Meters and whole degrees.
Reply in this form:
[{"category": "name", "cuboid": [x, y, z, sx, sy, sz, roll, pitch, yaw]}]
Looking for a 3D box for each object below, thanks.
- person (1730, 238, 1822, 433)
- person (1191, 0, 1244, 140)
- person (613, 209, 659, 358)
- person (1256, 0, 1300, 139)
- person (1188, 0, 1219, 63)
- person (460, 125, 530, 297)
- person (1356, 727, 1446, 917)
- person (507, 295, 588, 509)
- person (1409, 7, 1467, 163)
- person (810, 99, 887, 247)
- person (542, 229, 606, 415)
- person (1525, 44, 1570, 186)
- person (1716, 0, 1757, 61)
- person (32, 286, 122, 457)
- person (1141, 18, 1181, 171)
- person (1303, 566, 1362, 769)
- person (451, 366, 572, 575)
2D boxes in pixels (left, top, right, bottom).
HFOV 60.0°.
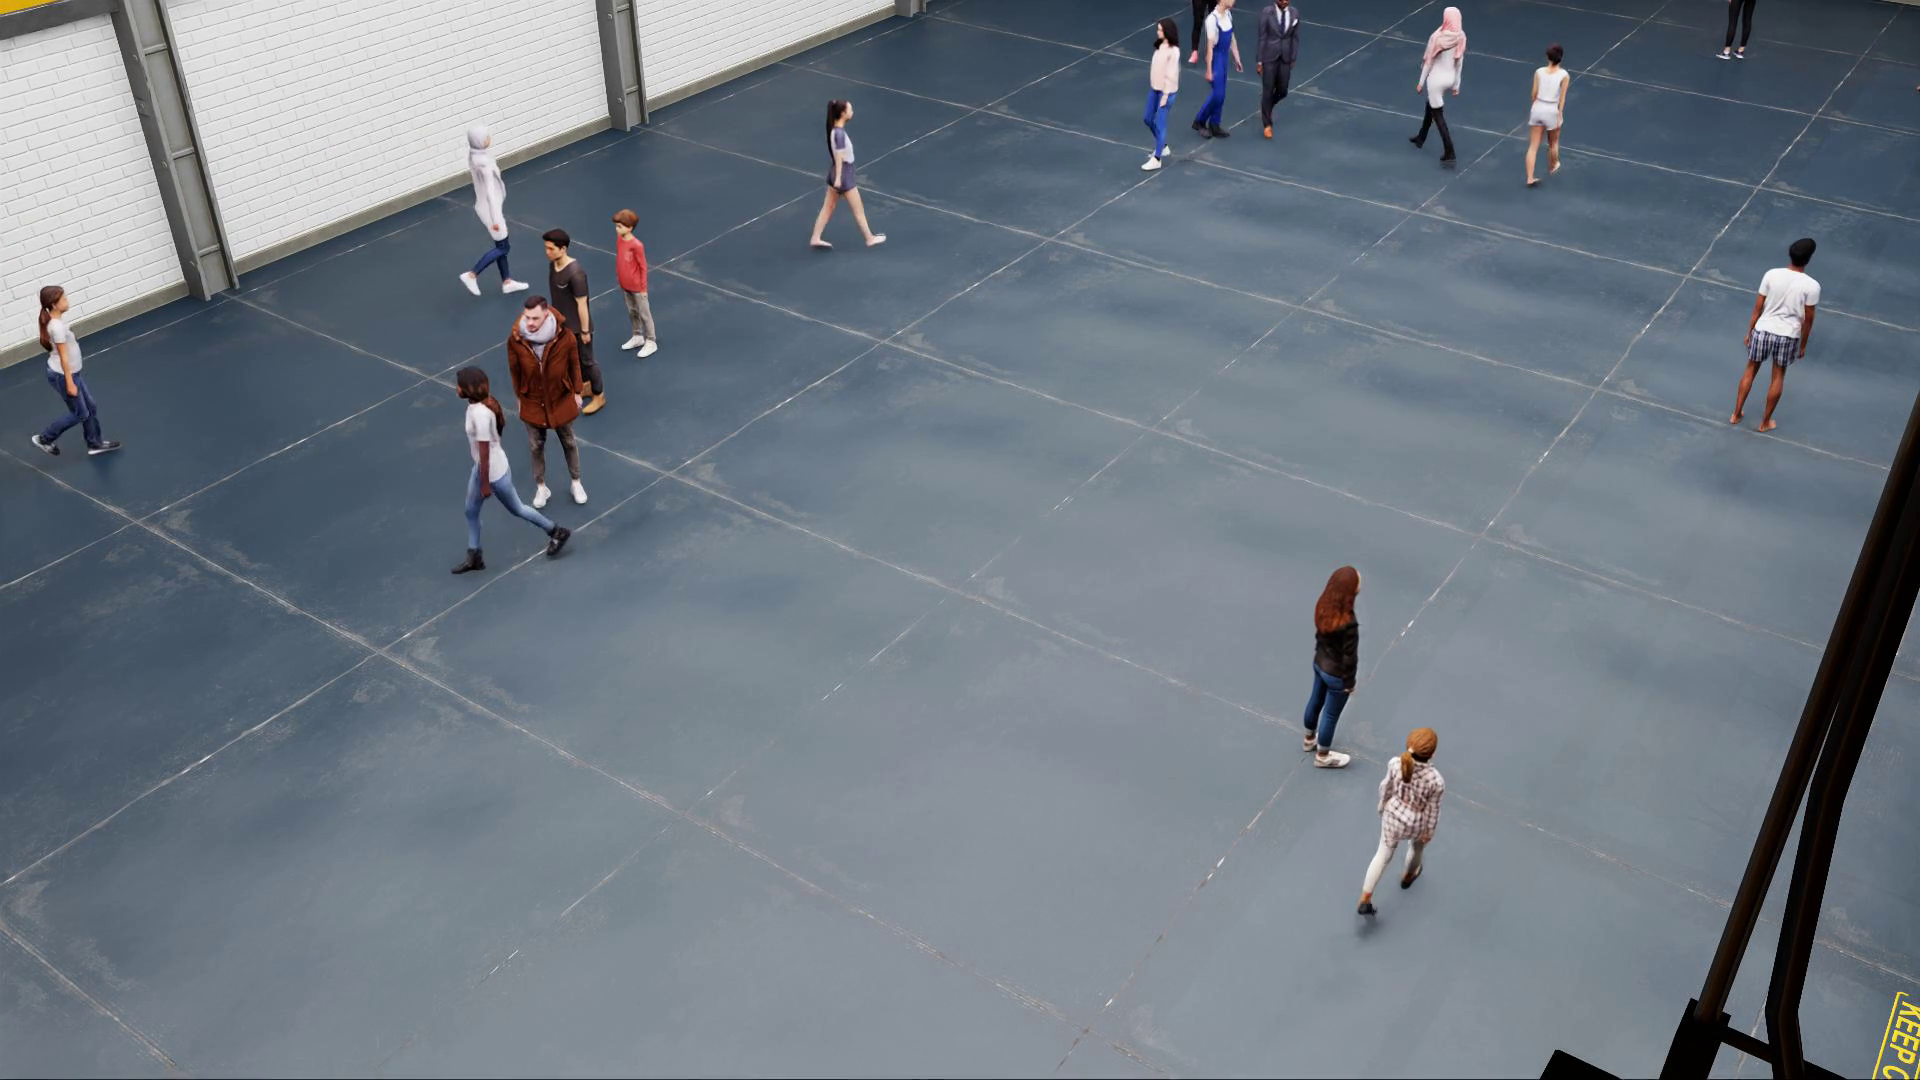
[{"category": "person", "cuboid": [6.996, -1.756, 14.256, 0.665, 1.729, 0.558, 26, 41, 33]}, {"category": "person", "cuboid": [3.097, -5.855, 20.328, 0.674, 1.834, 0.625, 27, 42, 34]}, {"category": "person", "cuboid": [-3.037, -2.409, 15.521, 0.541, 1.416, 0.492, 26, 42, 34]}, {"category": "person", "cuboid": [3.843, -5.902, 20.429, 0.979, 1.800, 1.038, -6, 34, -9]}, {"category": "person", "cuboid": [3.455, -7.477, 22.936, 0.761, 1.647, 1.203, 13, 36, 19]}, {"category": "person", "cuboid": [-4.707, -3.210, 16.413, 1.010, 1.762, 0.854, -17, 37, -24]}, {"category": "person", "cuboid": [2.534, 1.634, 9.554, 0.574, 1.288, 0.937, 24, 40, 32]}, {"category": "person", "cuboid": [-3.269, -1.113, 13.191, 0.835, 1.838, 0.897, -6, 34, -10]}, {"category": "person", "cuboid": [5.696, -5.316, 19.582, 1.208, 1.762, 1.114, -13, 36, -18]}, {"category": "person", "cuboid": [-1.336, -3.776, 17.412, 1.109, 1.599, 0.999, -9, 35, -13]}, {"category": "person", "cuboid": [-3.368, -1.938, 14.549, 0.640, 1.708, 0.682, -25, 41, -32]}, {"category": "person", "cuboid": [6.658, -4.837, 19.010, 0.603, 1.597, 0.945, 25, 41, 33]}, {"category": "person", "cuboid": [10.832, -7.510, 22.940, 0.674, 1.698, 0.732, -5, 34, -8]}, {"category": "person", "cuboid": [-7.494, -1.351, 13.819, 0.946, 1.539, 0.782, -18, 38, -25]}, {"category": "person", "cuboid": [2.419, -5.220, 19.436, 0.851, 1.764, 0.803, -13, 36, -19]}, {"category": "person", "cuboid": [2.379, 0.803, 10.627, 0.679, 1.484, 0.645, -11, 35, -17]}, {"category": "person", "cuboid": [-3.407, -0.512, 12.432, 1.239, 1.676, 0.994, -16, 37, -22]}]
